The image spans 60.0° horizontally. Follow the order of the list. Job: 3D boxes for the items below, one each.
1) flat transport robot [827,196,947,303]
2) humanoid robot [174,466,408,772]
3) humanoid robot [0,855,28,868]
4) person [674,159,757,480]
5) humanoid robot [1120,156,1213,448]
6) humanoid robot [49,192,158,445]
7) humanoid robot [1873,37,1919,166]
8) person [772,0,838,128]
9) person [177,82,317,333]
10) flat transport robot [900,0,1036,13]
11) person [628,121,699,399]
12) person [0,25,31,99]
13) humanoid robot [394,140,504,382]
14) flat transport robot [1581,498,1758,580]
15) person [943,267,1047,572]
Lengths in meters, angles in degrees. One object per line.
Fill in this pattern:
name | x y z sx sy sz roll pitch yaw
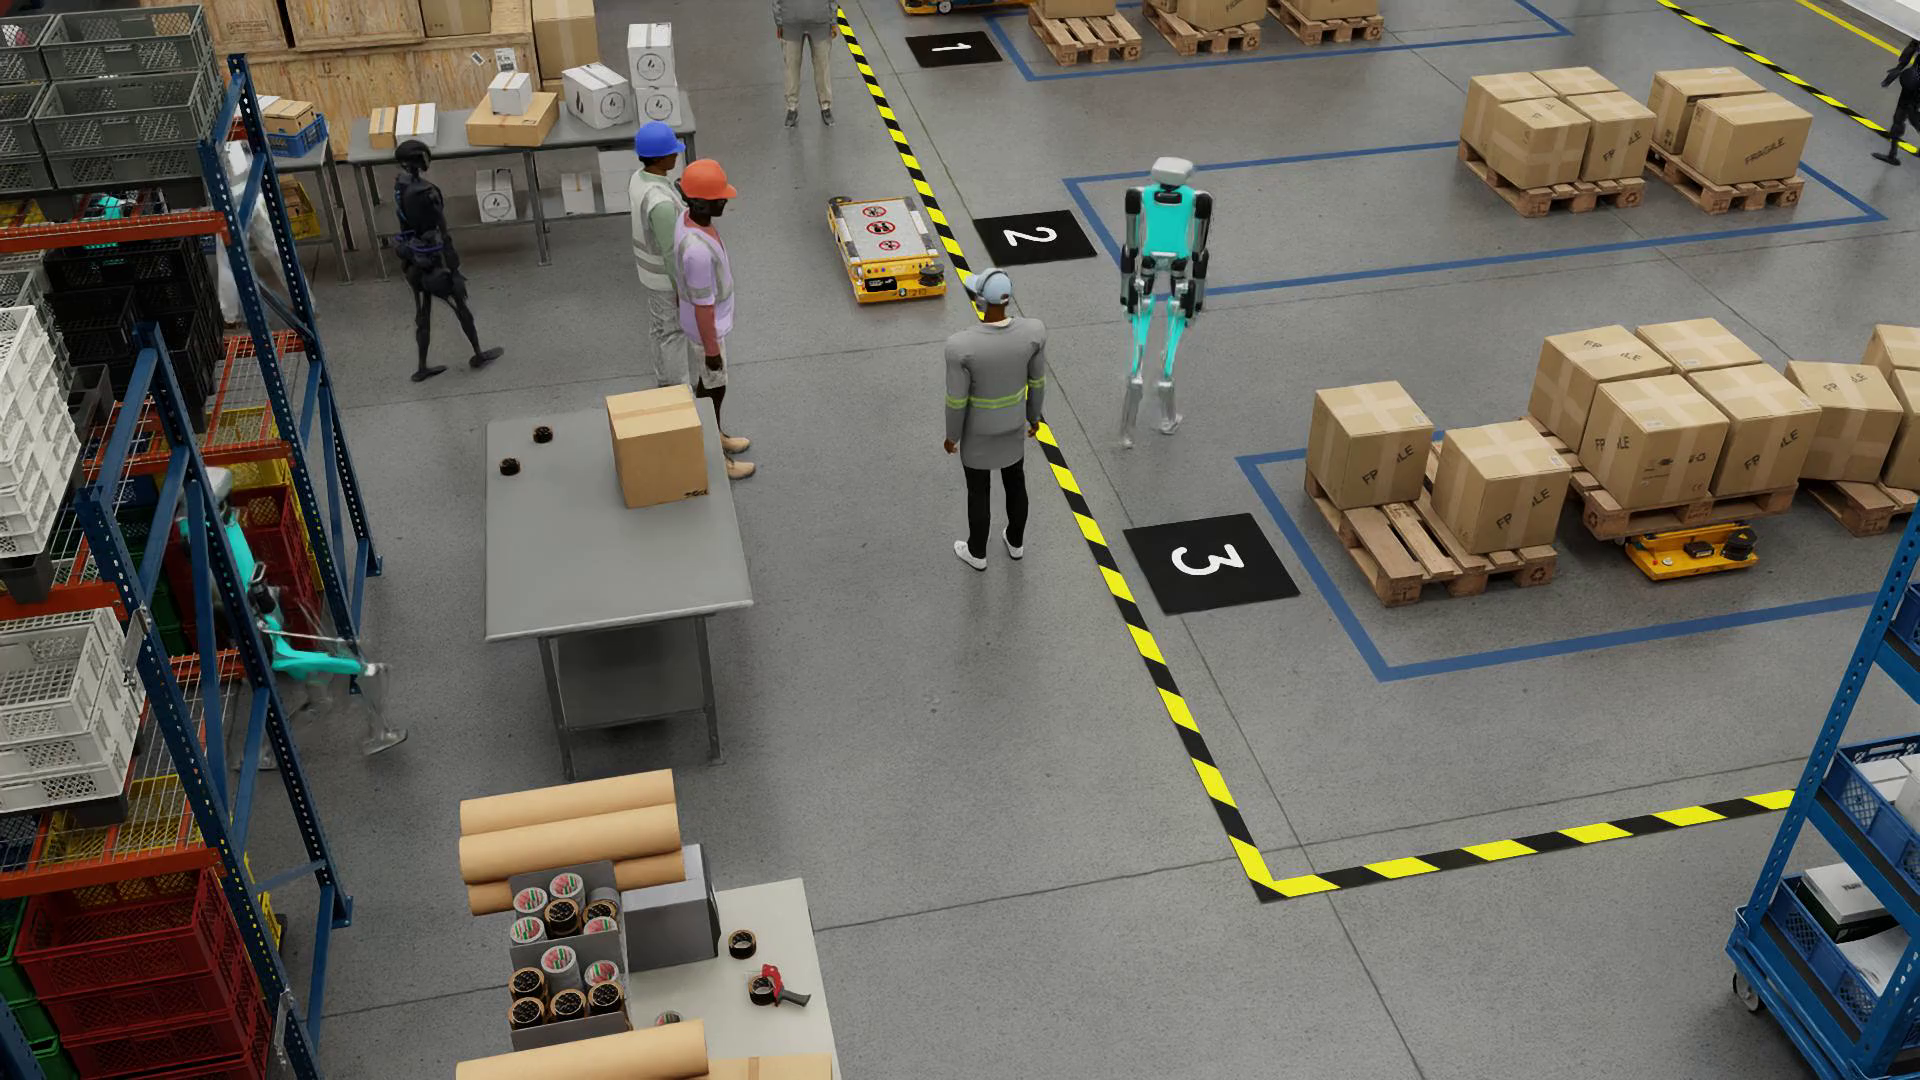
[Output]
flat transport robot | -0.570 -2.220 12.538 0.659 0.231 1.431 -8 37 -10
humanoid robot | -3.076 0.411 7.822 1.035 1.777 0.548 -6 37 -8
humanoid robot | -4.536 0.921 7.142 0.588 1.640 0.408 16 40 20
person | -1.449 -1.284 9.806 0.395 2.035 0.598 -5 37 -7
humanoid robot | 1.211 -1.364 10.180 0.532 1.795 0.814 6 37 8
humanoid robot | -5.083 -1.316 10.006 0.533 1.693 0.742 -5 37 -6
humanoid robot | 7.891 -3.846 13.546 0.602 1.648 0.434 -15 39 -19
person | -1.320 -4.428 14.247 0.562 1.767 0.399 -4 37 -5
person | -4.964 -2.251 11.283 0.818 1.832 0.604 2 37 2
flat transport robot | 0.087 -5.684 17.170 1.431 0.197 0.652 -8 37 -10
person | -1.829 -1.680 10.405 0.386 1.948 0.602 -16 39 -20
person | -7.324 -3.342 12.736 0.585 1.832 0.403 -8 37 -11
humanoid robot | -3.442 -1.839 10.856 0.603 1.642 0.611 30 46 34
flat transport robot | 4.062 -0.294 9.926 0.652 0.197 1.431 -8 37 -10
person | 0.176 -0.661 9.115 0.596 1.851 0.380 -15 39 -19
